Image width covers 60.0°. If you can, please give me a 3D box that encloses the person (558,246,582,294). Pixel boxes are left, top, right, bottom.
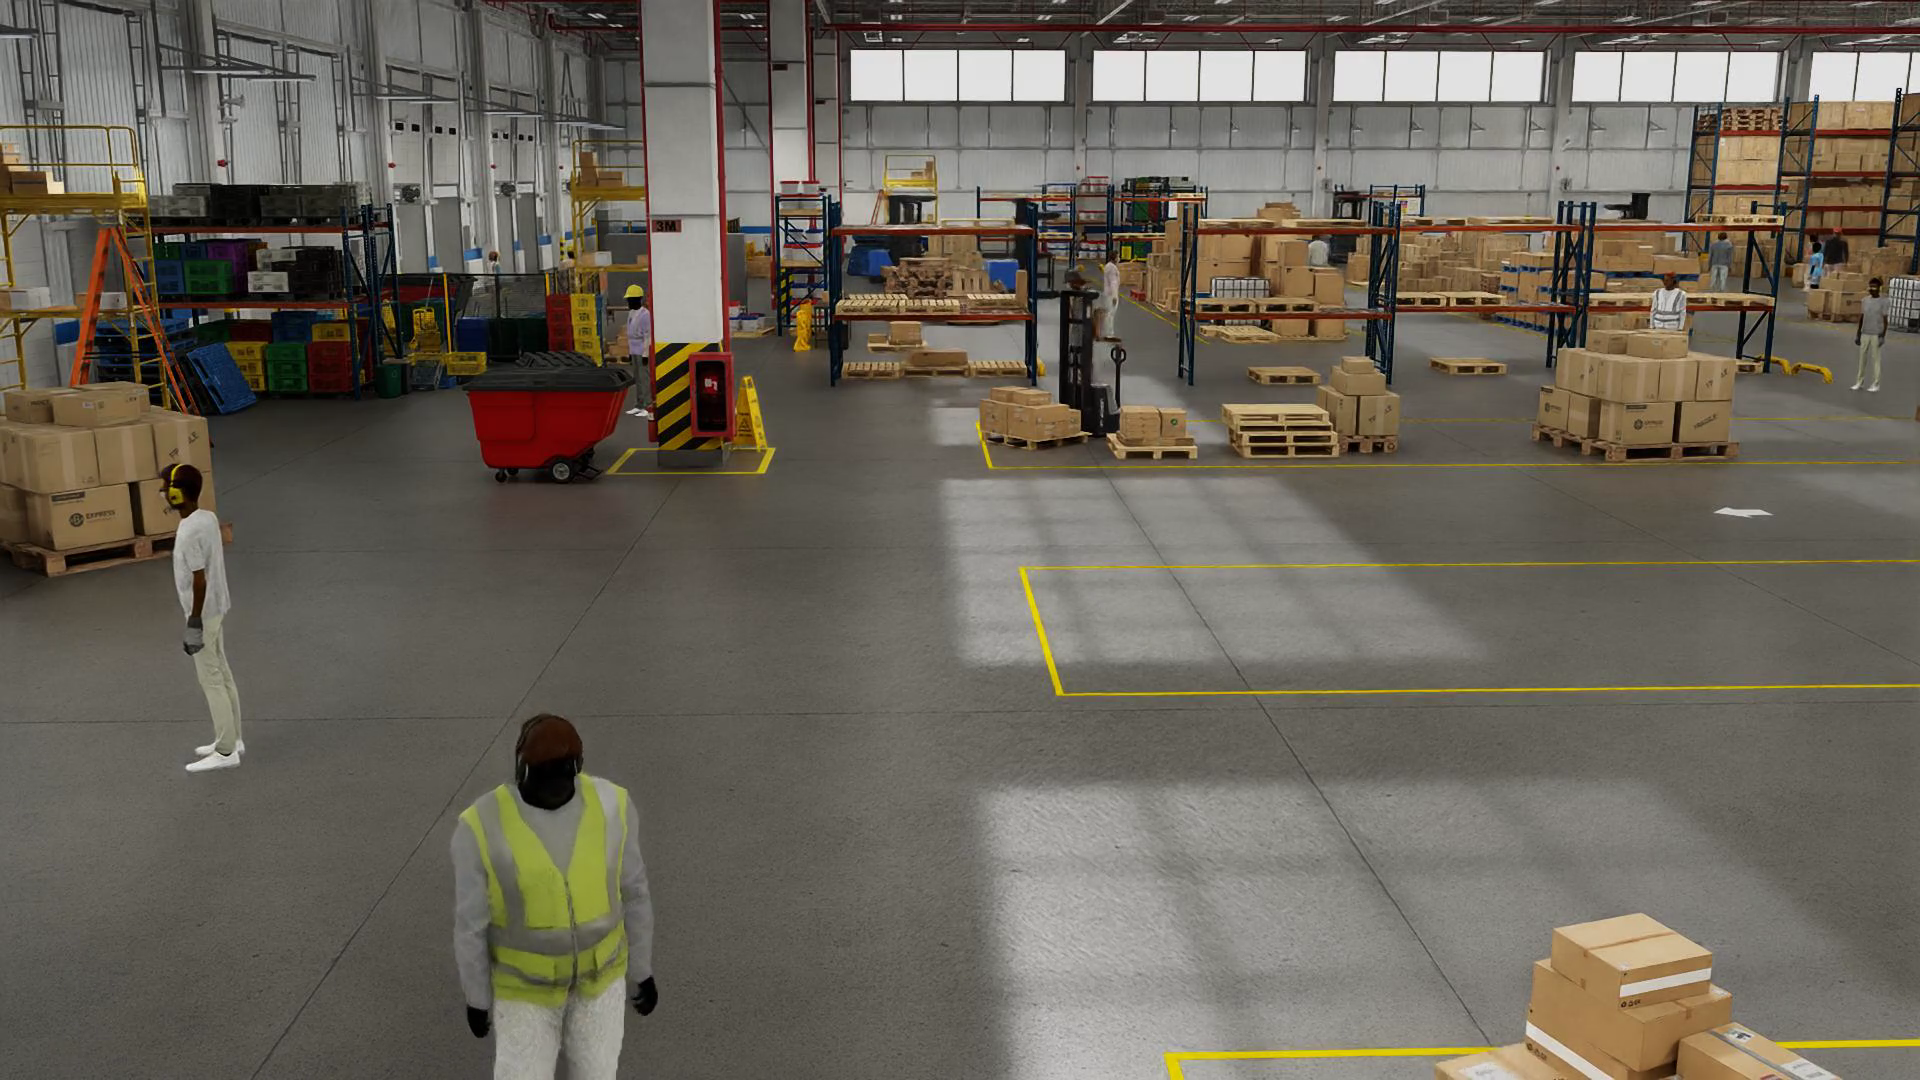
[{"bbox_3d":[-8.963,-5.848,38.413,0.604,1.881,0.984,-5,13,-21],"label":"person"}]

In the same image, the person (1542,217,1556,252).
[{"bbox_3d":[21.422,-10.757,60.433,0.362,1.939,0.543,-12,17,-43],"label":"person"}]

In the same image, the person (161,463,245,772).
[{"bbox_3d":[-4.542,0.462,9.949,0.325,1.865,0.516,-2,13,-10],"label":"person"}]

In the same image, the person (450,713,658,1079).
[{"bbox_3d":[-1.348,1.450,5.575,0.642,1.829,0.556,-7,14,-29],"label":"person"}]

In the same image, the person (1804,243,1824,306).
[{"bbox_3d":[22.882,-7.109,44.518,0.532,1.694,0.319,-11,17,-42],"label":"person"}]

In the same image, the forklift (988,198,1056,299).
[{"bbox_3d":[1.732,-8.194,46.717,1.873,2.768,1.129,0,12,-2],"label":"forklift"}]

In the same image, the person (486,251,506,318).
[{"bbox_3d":[-11.437,-6.266,40.863,0.525,1.630,0.324,12,17,42],"label":"person"}]

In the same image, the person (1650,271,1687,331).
[{"bbox_3d":[12.107,-3.657,28.502,0.338,1.881,0.582,-12,17,-43],"label":"person"}]

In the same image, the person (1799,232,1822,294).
[{"bbox_3d":[25.104,-8.136,48.876,0.569,1.821,0.645,2,13,7],"label":"person"}]

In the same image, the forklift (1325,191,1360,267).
[{"bbox_3d":[14.572,-11.808,63.033,1.129,2.768,1.873,0,12,-2],"label":"forklift"}]

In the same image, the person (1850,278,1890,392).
[{"bbox_3d":[14.911,-3.355,27.210,0.333,1.861,0.501,-6,14,-27],"label":"person"}]

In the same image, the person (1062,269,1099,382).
[{"bbox_3d":[1.864,-3.406,27.011,0.690,2.000,0.711,-11,17,-42],"label":"person"}]

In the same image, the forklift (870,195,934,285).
[{"bbox_3d":[-1.847,-9.441,52.348,1.873,2.768,1.129,9,15,35],"label":"forklift"}]

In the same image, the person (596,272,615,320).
[{"bbox_3d":[-8.586,-6.142,40.196,0.536,1.670,0.719,2,13,7],"label":"person"}]

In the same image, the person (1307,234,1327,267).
[{"bbox_3d":[9.945,-7.724,46.820,0.639,1.891,0.986,-6,14,-24],"label":"person"}]

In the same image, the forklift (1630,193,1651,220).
[{"bbox_3d":[23.521,-10.626,57.696,1.873,2.768,1.129,1,13,4],"label":"forklift"}]

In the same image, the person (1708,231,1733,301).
[{"bbox_3d":[21.092,-7.598,46.170,0.627,1.941,0.370,9,15,34],"label":"person"}]

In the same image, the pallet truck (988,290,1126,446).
[{"bbox_3d":[1.257,-2.299,22.111,1.885,1.965,0.823,-9,15,-35],"label":"pallet truck"}]

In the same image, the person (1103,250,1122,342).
[{"bbox_3d":[3.219,-5.157,35.148,0.371,1.940,0.630,-1,13,-5],"label":"person"}]

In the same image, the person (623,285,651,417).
[{"bbox_3d":[-4.724,-2.773,24.411,0.369,1.925,0.594,-8,15,-33],"label":"person"}]

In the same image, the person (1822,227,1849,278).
[{"bbox_3d":[25.262,-8.018,47.978,0.663,1.964,0.744,10,16,38],"label":"person"}]
